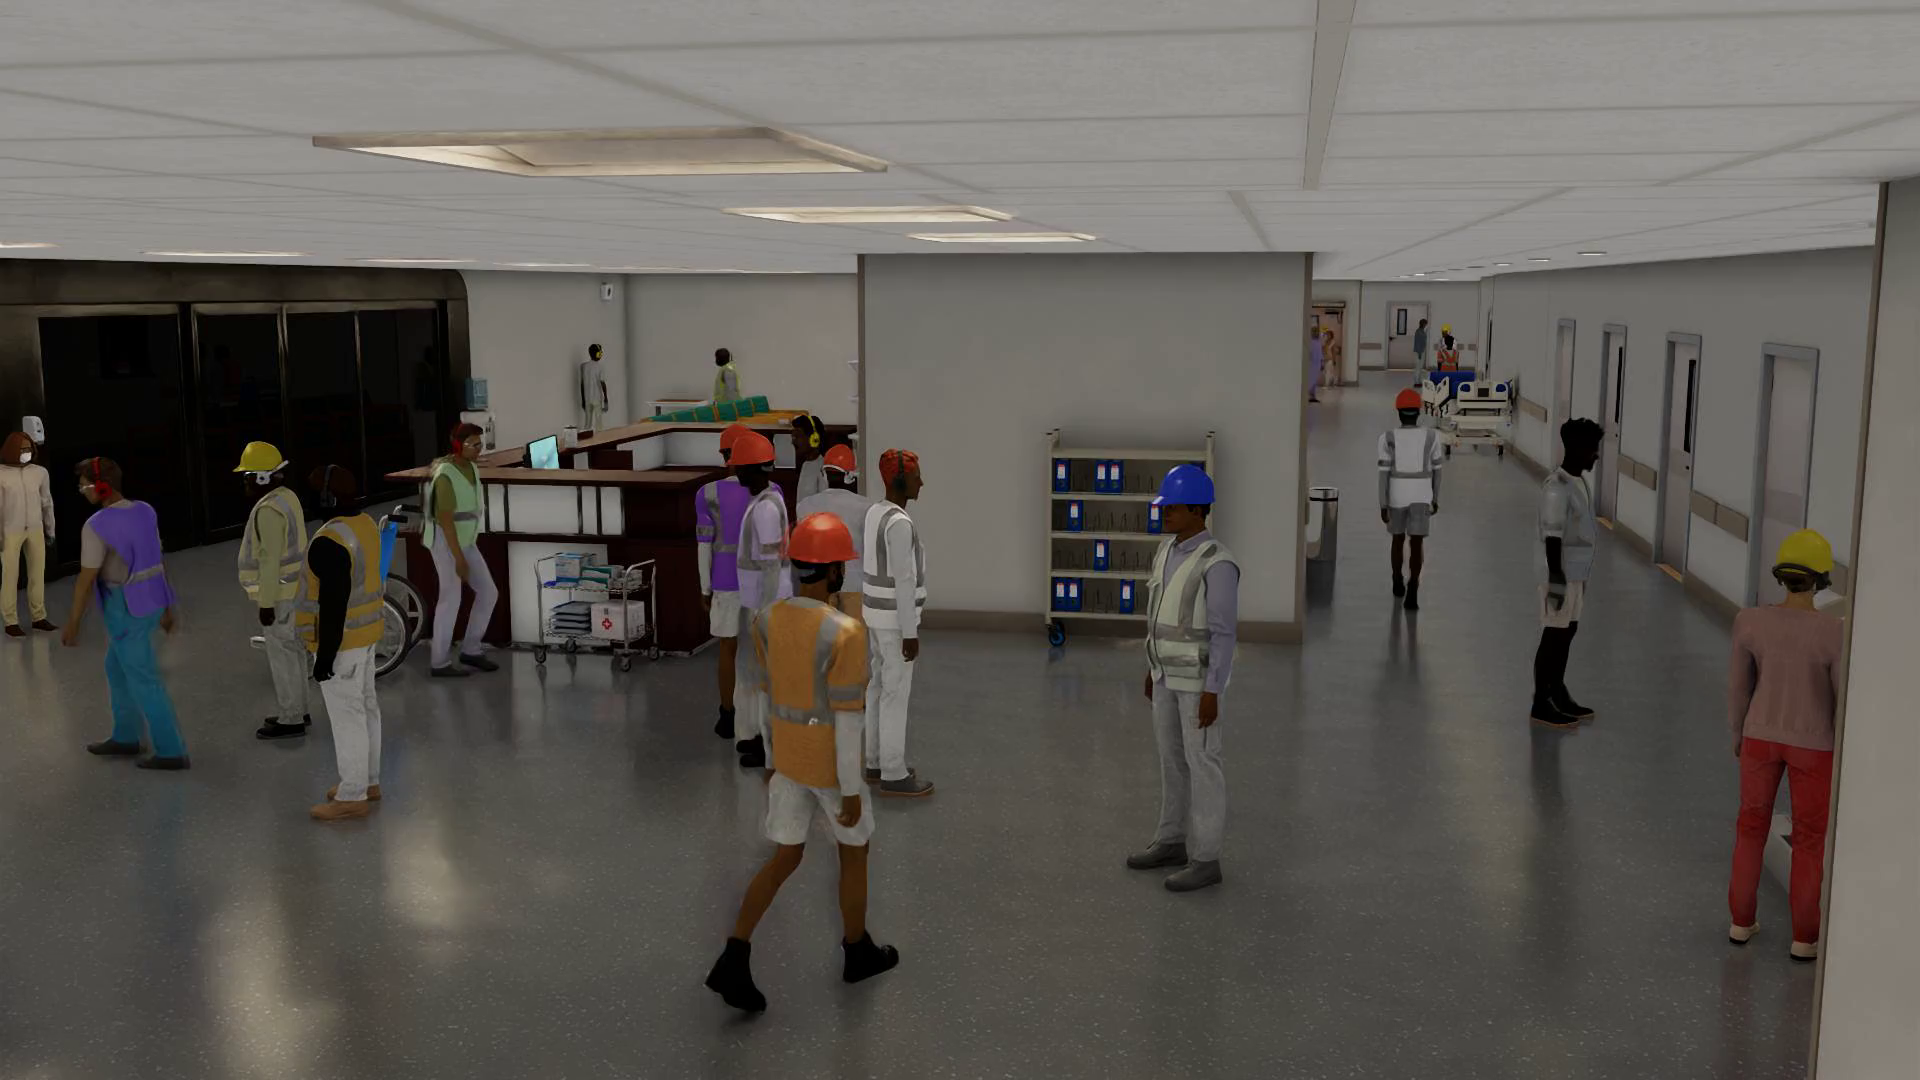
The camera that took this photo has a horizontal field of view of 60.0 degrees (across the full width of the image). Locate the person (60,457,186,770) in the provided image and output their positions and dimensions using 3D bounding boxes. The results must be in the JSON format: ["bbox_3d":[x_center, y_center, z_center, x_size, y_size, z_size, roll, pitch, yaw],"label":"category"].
[{"bbox_3d":[-4.795,0.431,9.391,0.785,1.807,0.579,0,9,2],"label":"person"}]

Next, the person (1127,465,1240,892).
[{"bbox_3d":[1.041,0.622,7.656,0.384,1.948,0.605,-4,9,-24],"label":"person"}]

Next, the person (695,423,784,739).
[{"bbox_3d":[-1.334,0.253,10.171,0.542,1.930,0.366,-2,9,-10],"label":"person"}]

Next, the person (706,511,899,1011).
[{"bbox_3d":[-0.594,0.844,6.339,0.547,1.912,0.887,7,11,38],"label":"person"}]

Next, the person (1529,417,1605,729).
[{"bbox_3d":[3.806,0.201,10.442,0.385,1.955,0.608,6,10,34],"label":"person"}]

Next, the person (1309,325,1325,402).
[{"bbox_3d":[8.582,-4.264,40.288,0.759,1.881,0.451,-7,11,-40],"label":"person"}]

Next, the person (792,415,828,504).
[{"bbox_3d":[-1.032,0.044,11.798,0.324,1.862,0.512,-4,9,-23],"label":"person"}]

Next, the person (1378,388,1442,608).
[{"bbox_3d":[3.905,-0.372,14.482,0.540,1.897,1.001,2,9,16],"label":"person"}]

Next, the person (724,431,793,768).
[{"bbox_3d":[-1.150,0.341,9.571,0.376,1.934,0.547,-1,9,-8],"label":"person"}]

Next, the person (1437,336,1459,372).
[{"bbox_3d":[11.032,-3.766,37.602,0.535,1.700,0.318,-2,9,-11],"label":"person"}]

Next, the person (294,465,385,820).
[{"bbox_3d":[-3.226,0.526,8.655,0.429,1.844,0.622,-1,9,-4],"label":"person"}]

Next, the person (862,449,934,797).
[{"bbox_3d":[-0.356,0.445,9.041,0.337,1.882,0.584,-3,9,-19],"label":"person"}]

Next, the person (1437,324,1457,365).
[{"bbox_3d":[12.646,-4.692,43.307,0.404,1.829,0.600,-4,10,-26],"label":"person"}]

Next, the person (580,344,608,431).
[{"bbox_3d":[-5.981,-2.276,27.202,0.521,1.861,0.330,4,9,24],"label":"person"}]

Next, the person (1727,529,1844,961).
[{"bbox_3d":[3.419,0.835,6.838,0.307,1.772,0.526,-7,11,-41],"label":"person"}]

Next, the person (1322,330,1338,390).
[{"bbox_3d":[10.151,-4.928,45.548,0.569,1.620,0.529,-5,10,-28],"label":"person"}]

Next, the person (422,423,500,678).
[{"bbox_3d":[-3.496,0.076,11.720,0.596,1.814,0.652,1,9,5],"label":"person"}]

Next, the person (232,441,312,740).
[{"bbox_3d":[-4.196,0.306,10.187,0.403,1.824,0.596,-2,9,-12],"label":"person"}]

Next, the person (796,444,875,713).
[{"bbox_3d":[-0.767,0.258,10.711,0.561,1.753,0.327,2,9,11],"label":"person"}]

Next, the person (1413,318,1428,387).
[{"bbox_3d":[12.909,-5.238,46.626,0.384,1.930,0.634,3,9,22],"label":"person"}]

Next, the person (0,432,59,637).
[{"bbox_3d":[-7.435,-0.050,13.205,0.285,1.627,0.504,5,10,31],"label":"person"}]
